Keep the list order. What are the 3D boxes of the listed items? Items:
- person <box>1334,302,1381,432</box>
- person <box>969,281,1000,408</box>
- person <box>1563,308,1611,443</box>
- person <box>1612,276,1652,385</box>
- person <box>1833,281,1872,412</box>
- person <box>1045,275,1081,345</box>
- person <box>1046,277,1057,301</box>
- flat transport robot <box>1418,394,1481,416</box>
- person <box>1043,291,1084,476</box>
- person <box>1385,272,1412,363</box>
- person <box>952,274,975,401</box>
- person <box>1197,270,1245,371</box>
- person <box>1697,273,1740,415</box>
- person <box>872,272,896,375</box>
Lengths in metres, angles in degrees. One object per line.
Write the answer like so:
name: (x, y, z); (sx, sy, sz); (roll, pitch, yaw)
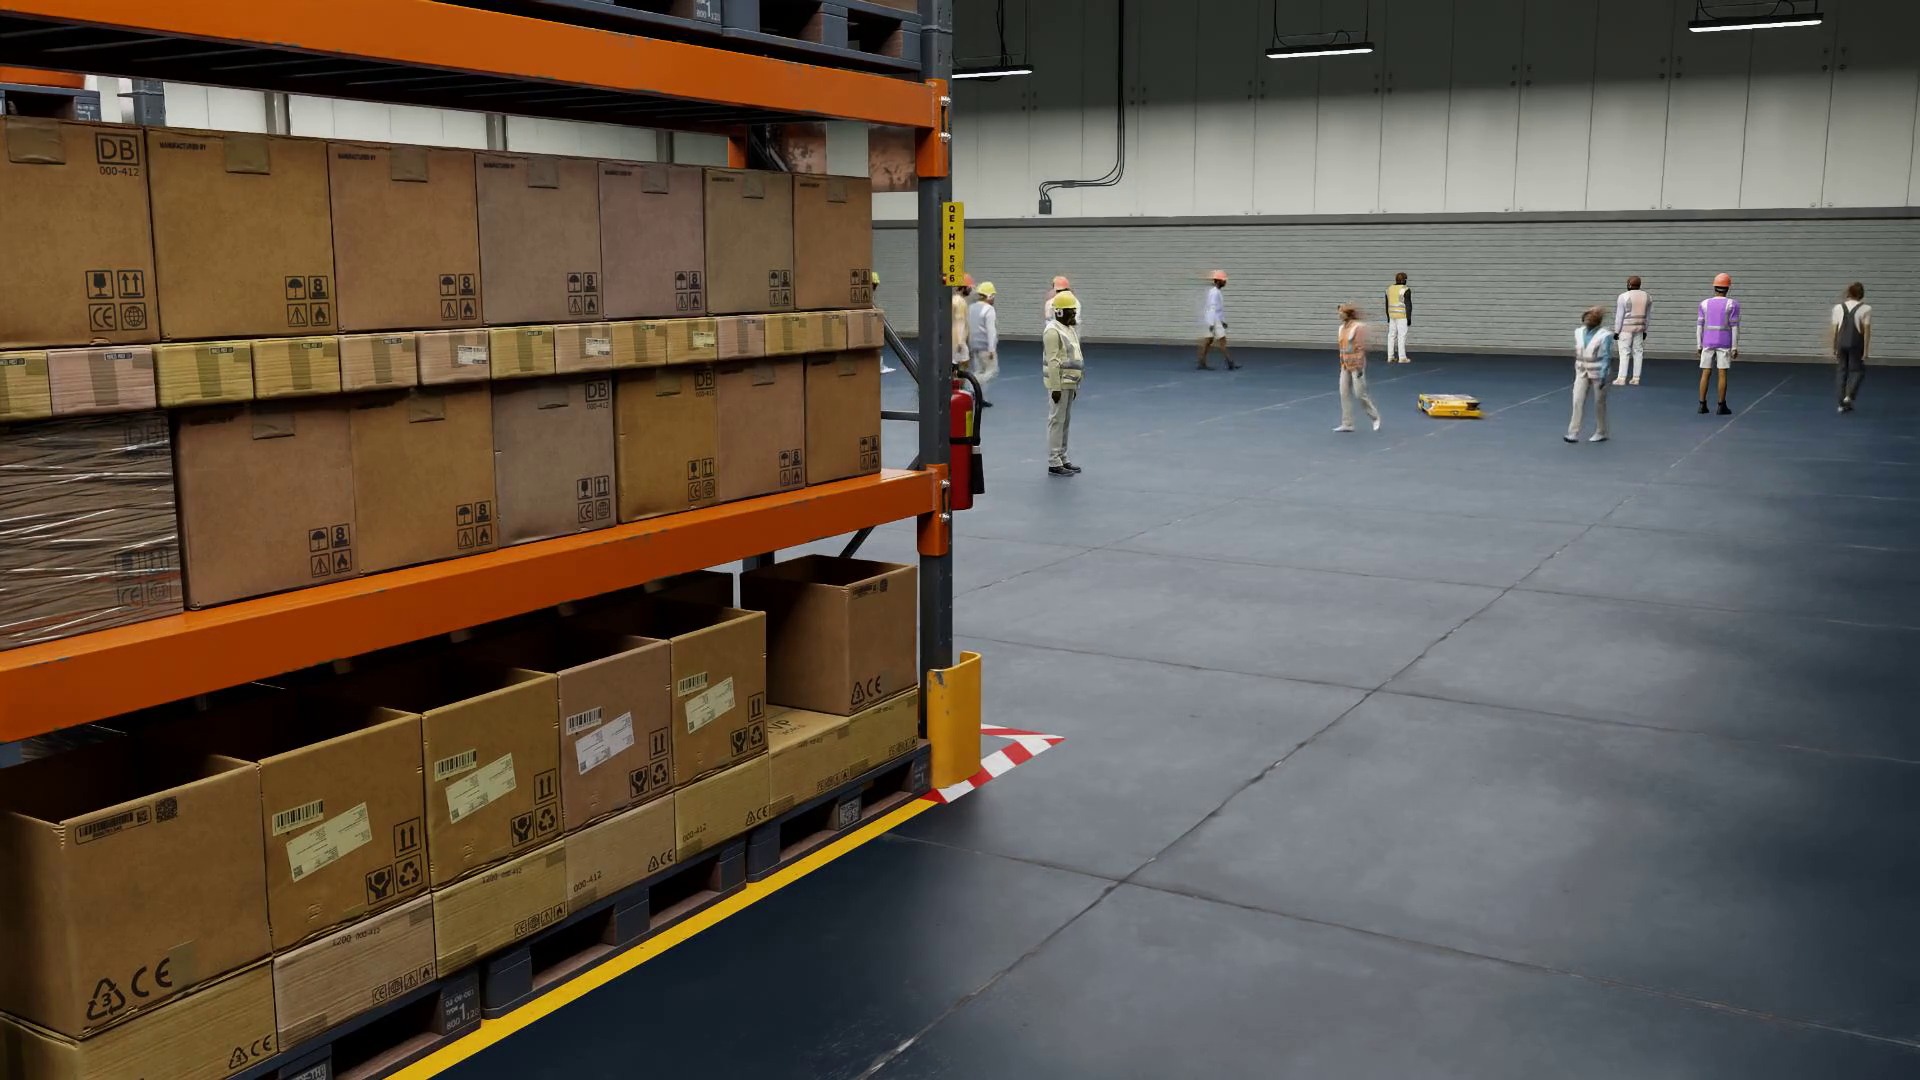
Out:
person: (4.931, -2.136, 20.590); (0.555, 1.612, 0.533); (-3, 10, -19)
person: (0.327, -2.764, 23.686); (0.474, 1.815, 0.604); (-6, 12, -33)
person: (7.311, -1.898, 19.285); (0.893, 1.569, 0.522); (-8, 12, -39)
person: (11.343, -3.538, 28.133); (0.633, 1.842, 0.429); (-2, 10, -13)
person: (12.387, -2.674, 23.122); (0.393, 1.833, 0.504); (-9, 13, -43)
person: (1.571, -3.043, 25.095); (0.556, 1.901, 0.859); (2, 10, 13)
person: (2.165, -4.944, 36.743); (0.527, 1.722, 0.920); (3, 10, 16)
flat transport robot: (6.753, -1.874, 22.984); (0.652, 0.197, 1.431); (1, 10, 9)
person: (1.034, -1.556, 16.557); (0.403, 1.833, 0.591); (3, 10, 19)
person: (9.011, -4.552, 34.075); (0.429, 1.843, 0.633); (-7, 12, -34)
person: (-0.082, -3.007, 24.826); (0.645, 1.913, 0.579); (-3, 10, -15)
person: (4.966, -4.152, 31.554); (0.946, 1.890, 0.571); (2, 10, 10)
person: (10.453, -2.698, 22.932); (0.552, 1.938, 0.356); (9, 13, 41)
person: (-1.556, -3.912, 30.188); (0.901, 1.883, 0.600); (-1, 10, -5)
